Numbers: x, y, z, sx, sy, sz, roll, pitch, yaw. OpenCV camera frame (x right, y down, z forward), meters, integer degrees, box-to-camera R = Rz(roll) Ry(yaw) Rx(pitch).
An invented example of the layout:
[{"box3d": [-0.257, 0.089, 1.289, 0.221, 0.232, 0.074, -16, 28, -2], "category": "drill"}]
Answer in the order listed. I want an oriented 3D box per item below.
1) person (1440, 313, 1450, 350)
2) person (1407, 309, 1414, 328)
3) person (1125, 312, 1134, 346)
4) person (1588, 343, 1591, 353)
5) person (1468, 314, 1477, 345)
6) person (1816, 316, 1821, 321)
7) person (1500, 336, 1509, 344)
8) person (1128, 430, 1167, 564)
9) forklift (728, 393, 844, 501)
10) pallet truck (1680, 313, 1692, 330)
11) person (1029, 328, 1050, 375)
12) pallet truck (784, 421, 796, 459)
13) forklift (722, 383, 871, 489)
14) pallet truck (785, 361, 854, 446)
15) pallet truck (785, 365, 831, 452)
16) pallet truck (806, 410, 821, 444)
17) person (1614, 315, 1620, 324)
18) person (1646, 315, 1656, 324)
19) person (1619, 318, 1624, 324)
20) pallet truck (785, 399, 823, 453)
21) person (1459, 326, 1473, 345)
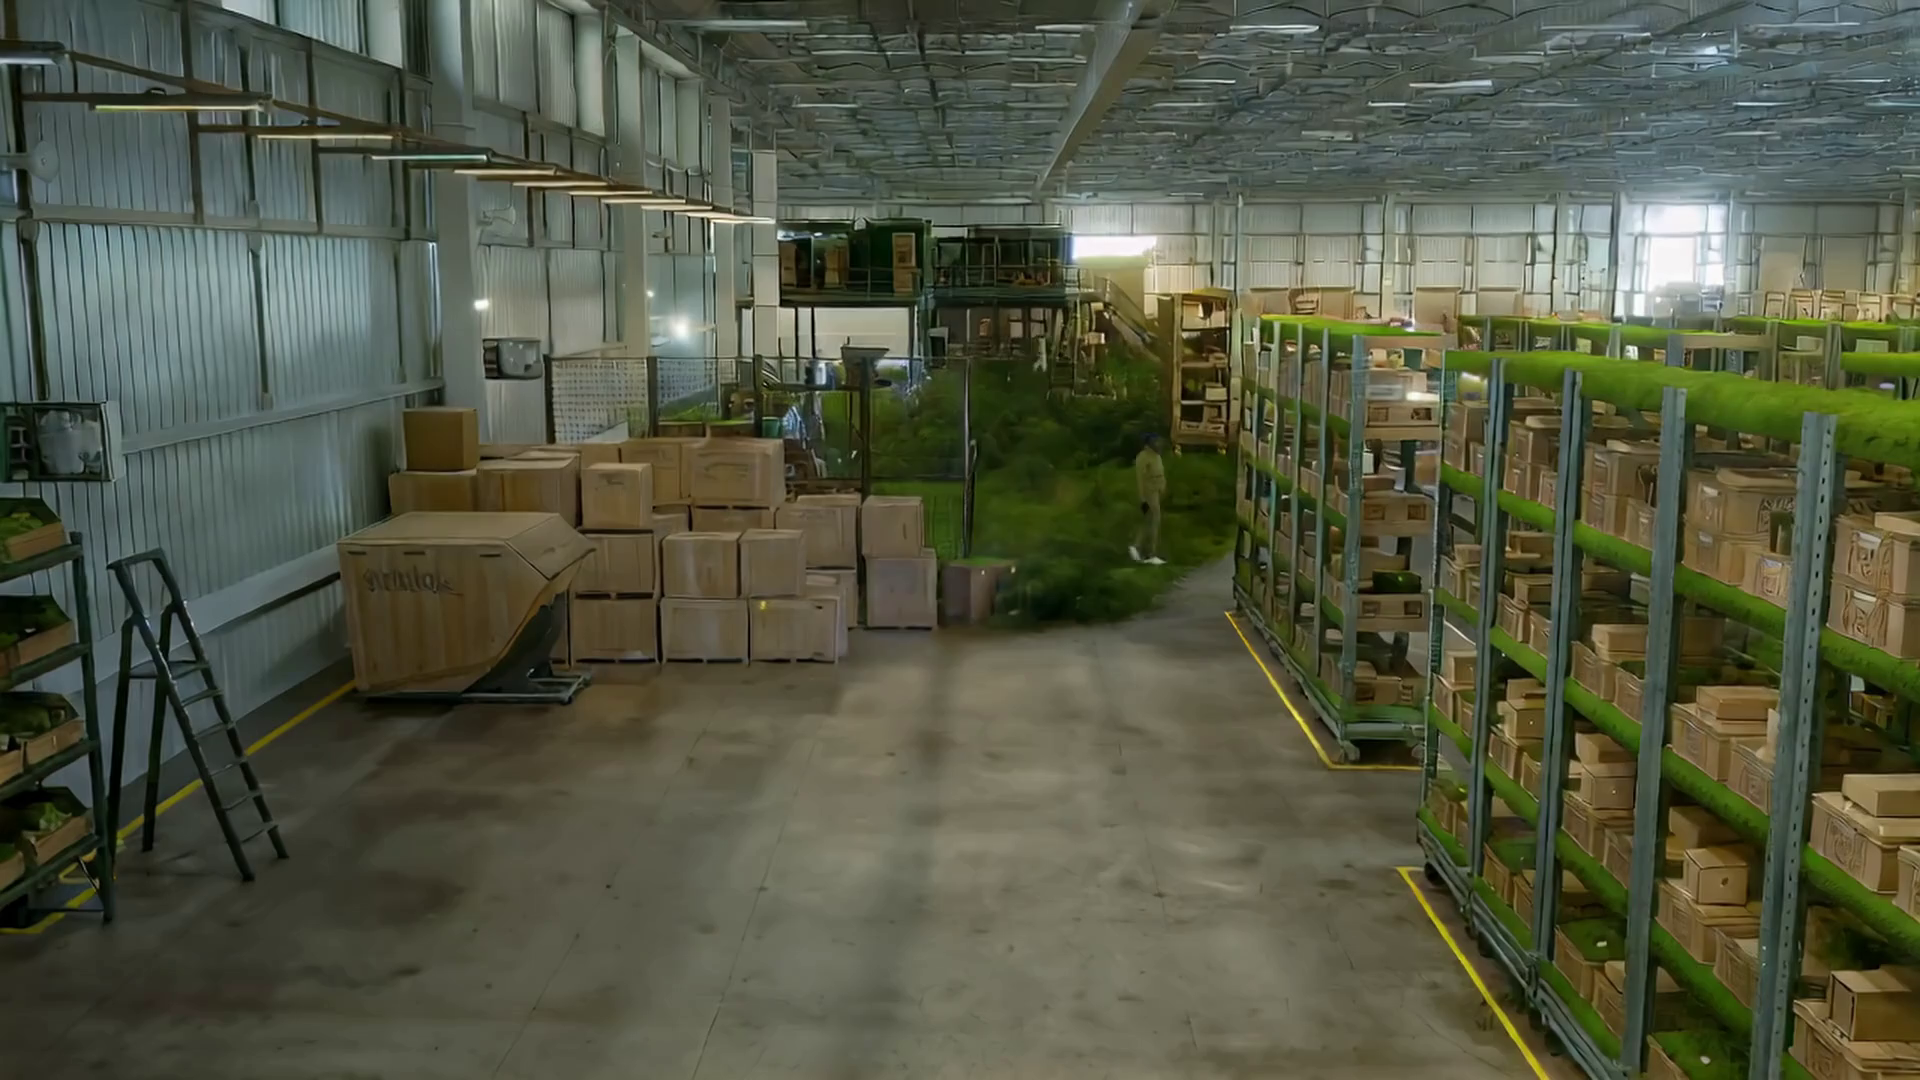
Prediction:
[{"box3d": [25.078, -10.755, 85.884, 0.524, 1.923, 0.652, 0, 9, 0], "category": "person"}, {"box3d": [25.609, -12.186, 94.704, 0.398, 1.918, 0.586, 7, 11, 35], "category": "person"}, {"box3d": [9.271, -11.547, 90.860, 0.548, 1.874, 1.002, -1, 9, -6], "category": "person"}, {"box3d": [25.594, -7.681, 67.602, 0.970, 1.700, 0.544, 3, 10, 20], "category": "person"}, {"box3d": [26.348, -10.742, 85.850, 0.991, 1.904, 0.628, 7, 12, 38], "category": "person"}, {"box3d": [41.291, -9.797, 80.004, 0.391, 1.911, 0.584, -3, 10, -16], "category": "person"}, {"box3d": [17.430, -5.535, 53.329, 0.618, 2.030, 0.405, 6, 11, 34], "category": "person"}, {"box3d": [2.675, -0.589, 23.211, 0.427, 1.895, 0.667, 4, 10, 24], "category": "person"}, {"box3d": [-2.979, -1.316, 26.476, 2.680, 1.987, 1.157, 0, 9, 1], "category": "forklift"}, {"box3d": [36.315, -10.531, 84.244, 0.823, 1.965, 1.885, -6, 11, -33], "category": "pallet truck"}, {"box3d": [3.120, -7.375, 65.269, 0.876, 1.862, 0.583, 2, 9, 12], "category": "person"}, {"box3d": [-4.013, -1.793, 32.705, 1.601, 1.201, 0.680, 0, 9, 1], "category": "pallet truck"}, {"box3d": [-2.893, -1.687, 28.729, 2.680, 1.987, 1.157, 0, 9, -1], "category": "forklift"}, {"box3d": [-3.410, -3.193, 38.978, 1.885, 1.965, 0.823, 0, 9, -1], "category": "pallet truck"}, {"box3d": [-3.774, -2.976, 37.635, 1.885, 1.965, 0.823, 1, 9, 5], "category": "pallet truck"}, {"box3d": [-3.559, -2.018, 33.905, 1.522, 1.261, 0.704, 0, 9, -1], "category": "pallet truck"}, {"box3d": [33.954, -10.741, 86.065, 0.464, 1.823, 0.650, 1, 9, 5], "category": "person"}, {"box3d": [33.846, -10.048, 81.441, 0.372, 1.940, 0.630, -4, 10, -23], "category": "person"}, {"box3d": [30.863, -9.426, 77.678, 0.586, 1.918, 0.394, 7, 12, 38], "category": "person"}, {"box3d": [-3.814, -2.432, 36.419, 1.630, 1.274, 0.653, 0, 9, 1], "category": "pallet truck"}, {"box3d": [19.739, -7.413, 65.011, 0.381, 1.993, 0.622, -7, 12, -37], "category": "person"}]
